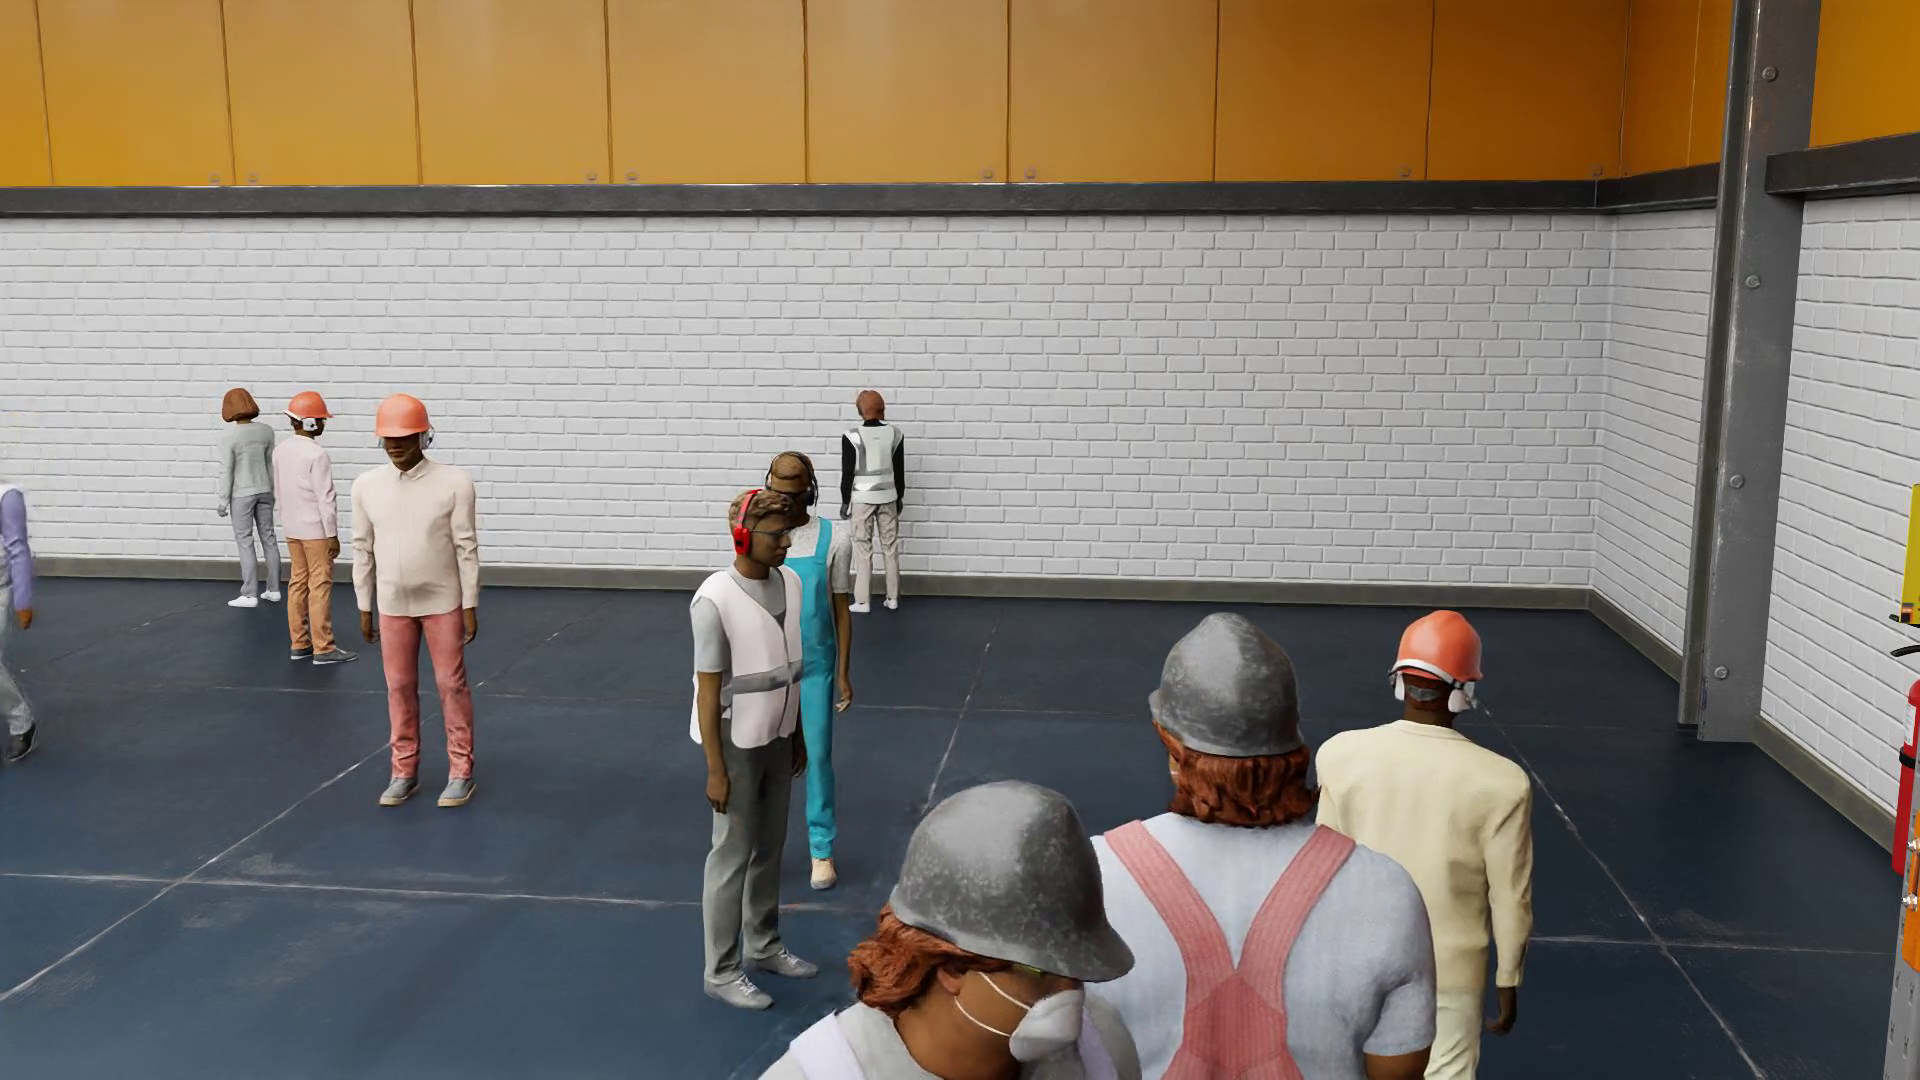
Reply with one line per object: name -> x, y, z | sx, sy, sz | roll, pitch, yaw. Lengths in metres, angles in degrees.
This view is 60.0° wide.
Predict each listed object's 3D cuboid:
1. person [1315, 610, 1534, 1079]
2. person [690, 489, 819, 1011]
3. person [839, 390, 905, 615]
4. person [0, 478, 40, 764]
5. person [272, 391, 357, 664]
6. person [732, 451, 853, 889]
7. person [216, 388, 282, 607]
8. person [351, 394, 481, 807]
person -> 1.185, 1.040, 4.298 | 0.570, 1.746, 0.343 | 6, 11, 30
person -> -0.747, 0.724, 5.862 | 0.386, 1.837, 0.563 | 5, 11, 26
person -> -0.636, -0.273, 12.132 | 0.525, 1.636, 0.307 | -6, 11, -30
person -> -5.008, 0.287, 8.410 | 0.587, 1.817, 0.420 | 2, 10, 9
person -> -4.158, -0.083, 10.707 | 0.572, 1.749, 0.341 | 8, 13, 37
person -> -0.694, 0.541, 6.894 | 0.504, 1.839, 0.344 | 0, 10, 0
person -> -5.300, -0.316, 12.386 | 0.286, 1.633, 0.497 | 5, 11, 26
person -> -2.579, 0.296, 7.895 | 0.609, 1.987, 0.403 | 0, 10, 1
